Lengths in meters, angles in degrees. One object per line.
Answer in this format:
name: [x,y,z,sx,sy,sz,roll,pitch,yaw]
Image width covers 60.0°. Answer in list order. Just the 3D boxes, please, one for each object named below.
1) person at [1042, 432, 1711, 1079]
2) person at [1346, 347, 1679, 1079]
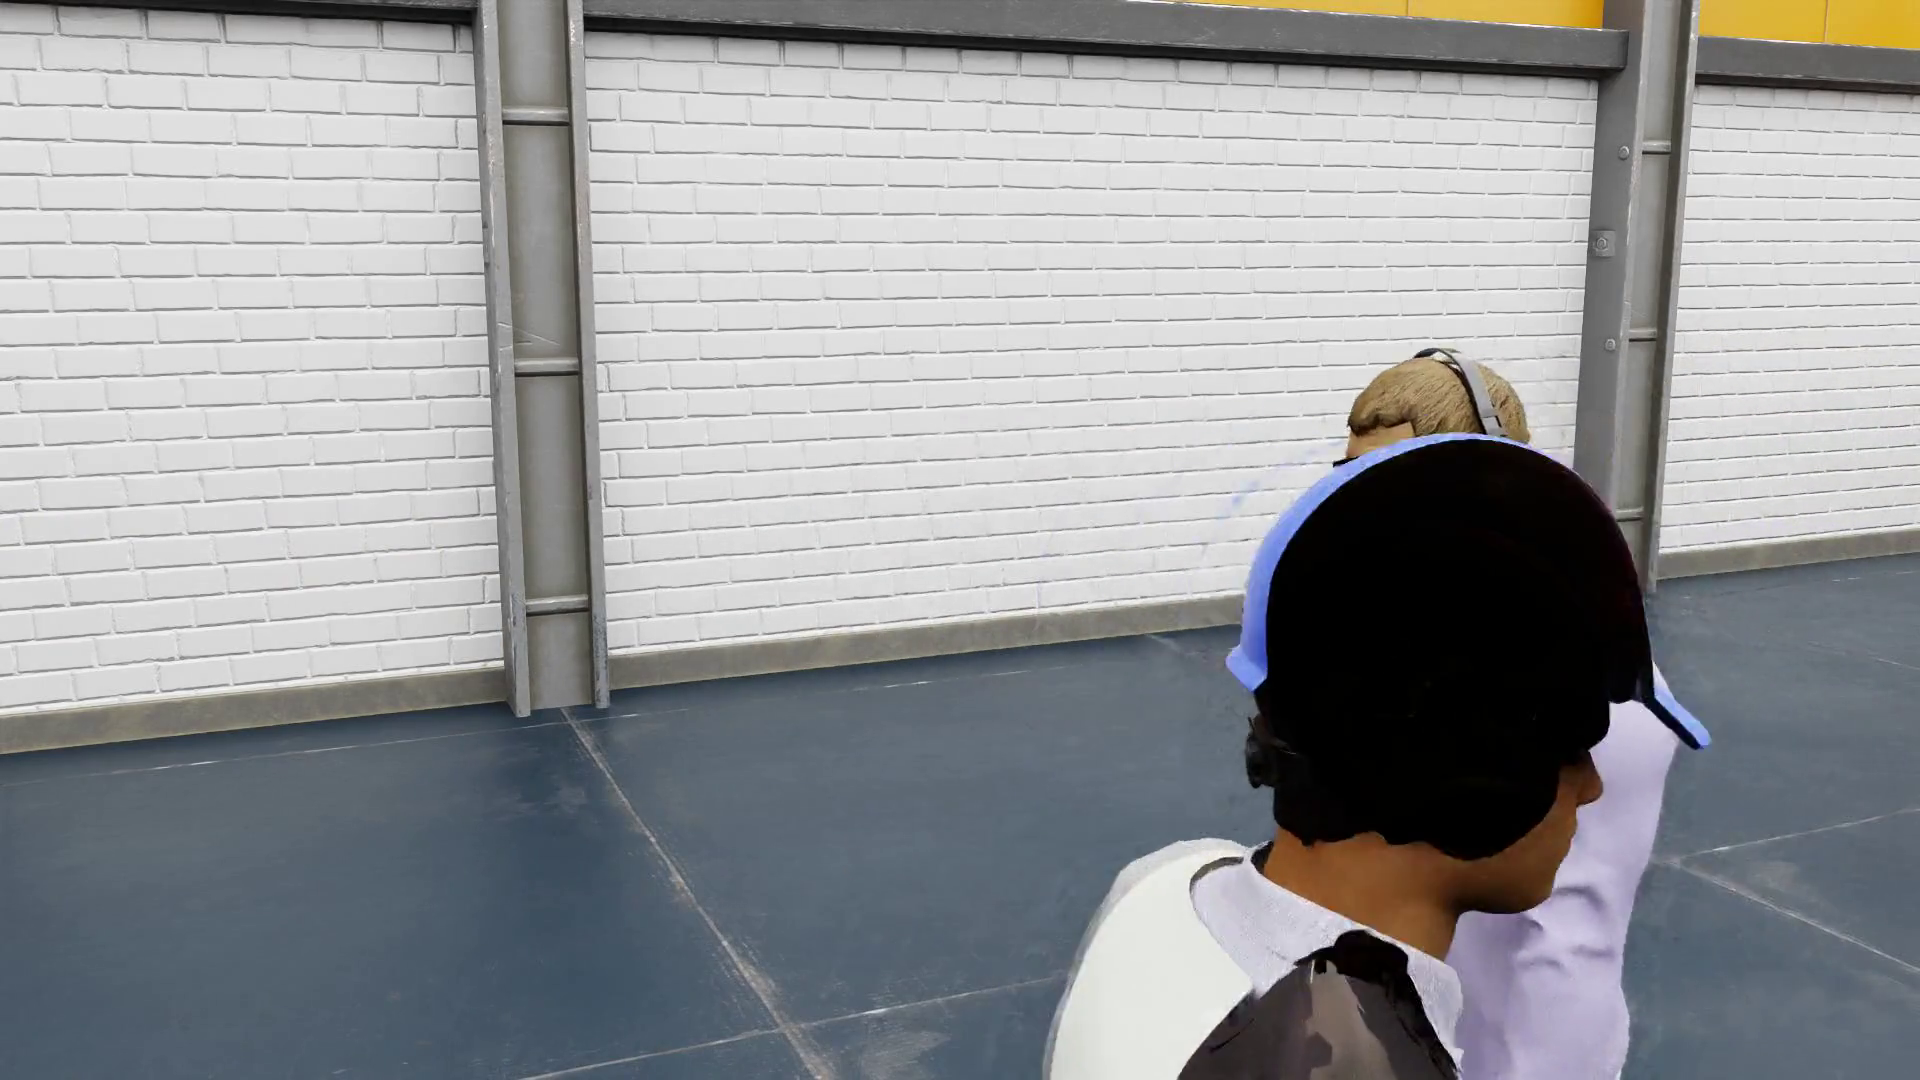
person: [0.335,0.868,1.228,0.997,1.893,0.606,-3,11,-14]
person: [0.734,0.683,2.267,0.970,1.900,0.631,-5,11,-23]
